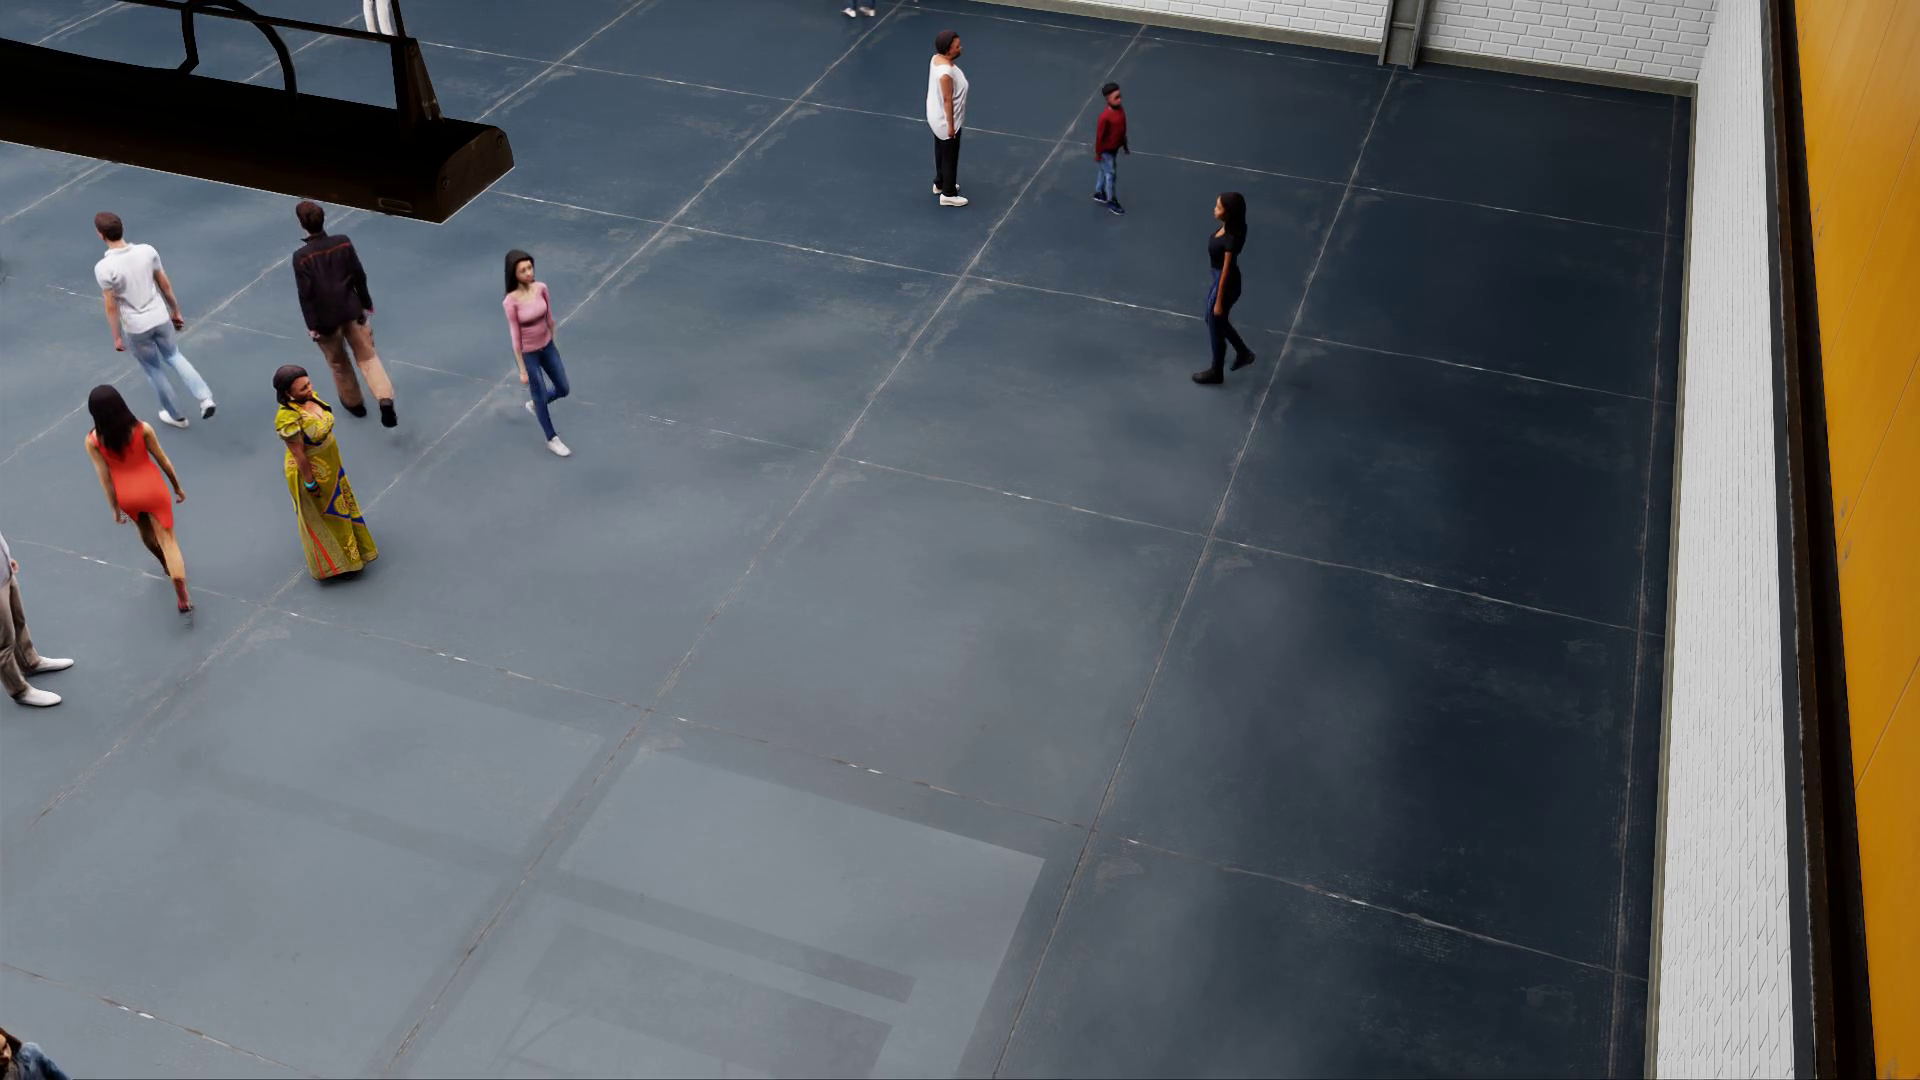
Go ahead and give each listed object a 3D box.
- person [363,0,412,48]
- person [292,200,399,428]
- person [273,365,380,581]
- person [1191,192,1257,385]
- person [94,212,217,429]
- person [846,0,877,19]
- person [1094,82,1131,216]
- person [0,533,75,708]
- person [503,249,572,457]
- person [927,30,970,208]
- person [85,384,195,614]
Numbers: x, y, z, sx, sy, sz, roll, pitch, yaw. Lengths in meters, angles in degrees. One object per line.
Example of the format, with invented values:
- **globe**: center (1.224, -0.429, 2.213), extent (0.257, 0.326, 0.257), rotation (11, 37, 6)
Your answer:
- **person**: center (-6.707, -6.530, 18.866), extent (0.630, 1.803, 0.790), rotation (25, 45, 28)
- **person**: center (-4.705, -1.675, 12.704), extent (1.007, 1.907, 1.184), rotation (-30, 48, -32)
- **person**: center (-4.421, -0.493, 11.421), extent (0.948, 1.660, 0.971), rotation (-2, 39, -2)
- **person**: center (2.194, -1.974, 13.222), extent (0.770, 1.728, 0.633), rotation (7, 39, 9)
- **person**: center (-6.137, -1.613, 12.684), extent (0.890, 1.834, 0.772), rotation (22, 43, 25)
- **person**: center (-1.189, -7.038, 19.562), extent (0.605, 1.728, 0.715), rotation (-6, 39, -8)
- **person**: center (1.376, -3.778, 15.870), extent (0.718, 1.243, 0.598), rotation (24, 44, 27)
- **person**: center (-6.075, 0.219, 10.367), extent (0.765, 1.862, 0.770), rotation (-7, 39, -8)
- **person**: center (-3.249, -1.432, 12.538), extent (0.821, 1.735, 0.706), rotation (29, 47, 31)
- **person**: center (-0.106, -4.038, 15.838), extent (0.781, 1.688, 0.762), rotation (-7, 39, -9)
- **person**: center (-5.434, -0.241, 11.086), extent (1.095, 1.685, 1.165), rotation (-16, 41, -19)
